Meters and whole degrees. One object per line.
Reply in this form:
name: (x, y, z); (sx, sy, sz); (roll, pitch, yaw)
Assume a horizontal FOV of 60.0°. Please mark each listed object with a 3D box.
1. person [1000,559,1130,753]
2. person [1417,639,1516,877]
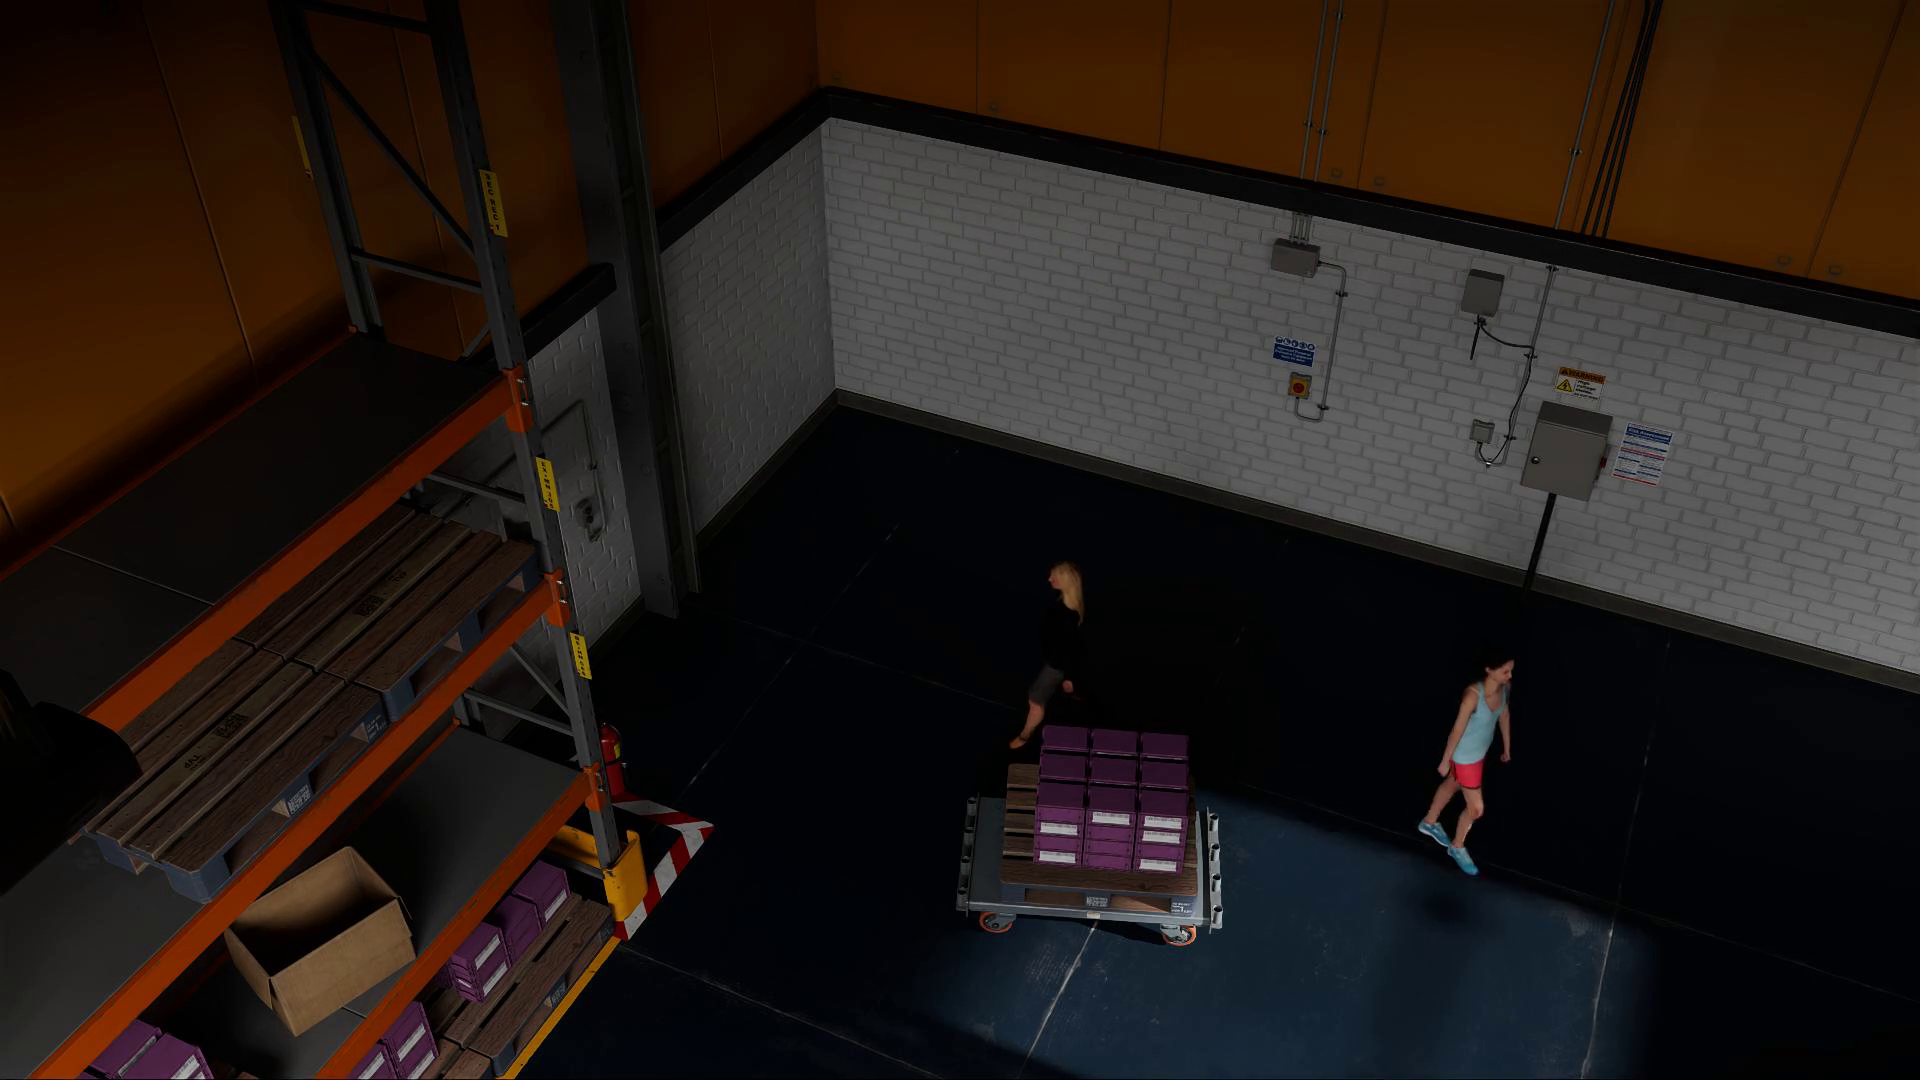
person: (0.785, 0.841, 11.194); (0.959, 1.804, 1.189); (3, 39, 4)
person: (3.193, 1.310, 10.649); (0.840, 1.750, 0.869); (-26, 46, -29)
